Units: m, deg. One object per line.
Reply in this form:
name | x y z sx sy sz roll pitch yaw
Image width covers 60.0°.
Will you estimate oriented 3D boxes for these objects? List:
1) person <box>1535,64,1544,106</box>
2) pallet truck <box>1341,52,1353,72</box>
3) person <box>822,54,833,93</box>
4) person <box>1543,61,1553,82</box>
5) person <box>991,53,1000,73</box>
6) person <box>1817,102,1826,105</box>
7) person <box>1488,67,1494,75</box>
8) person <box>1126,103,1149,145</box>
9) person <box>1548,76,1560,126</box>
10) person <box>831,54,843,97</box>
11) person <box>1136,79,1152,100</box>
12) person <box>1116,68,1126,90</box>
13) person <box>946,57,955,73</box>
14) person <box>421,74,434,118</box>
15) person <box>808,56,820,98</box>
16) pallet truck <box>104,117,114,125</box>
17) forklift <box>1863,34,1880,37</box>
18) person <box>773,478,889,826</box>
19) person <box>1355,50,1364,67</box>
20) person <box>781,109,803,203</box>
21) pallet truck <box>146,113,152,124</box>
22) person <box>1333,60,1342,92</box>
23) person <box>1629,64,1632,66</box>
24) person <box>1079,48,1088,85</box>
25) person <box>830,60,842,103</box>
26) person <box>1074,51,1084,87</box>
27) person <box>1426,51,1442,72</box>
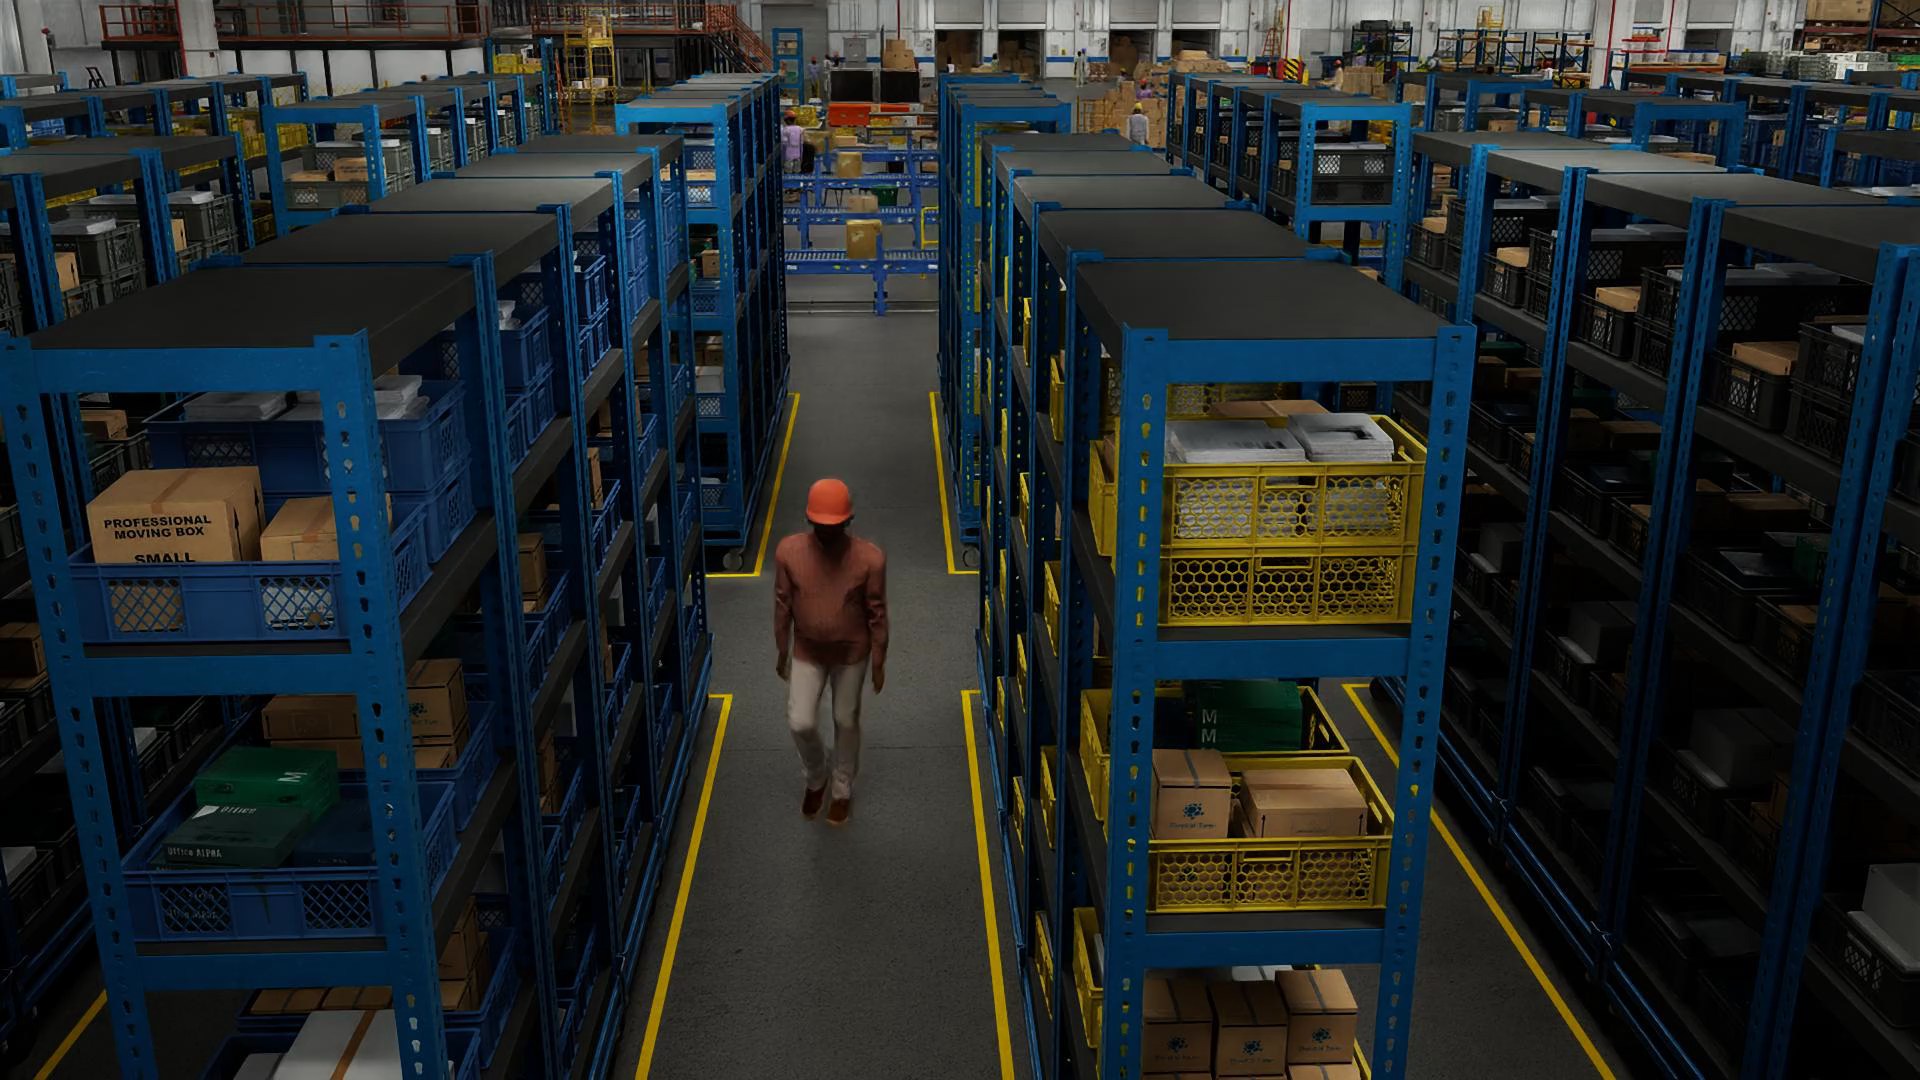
person | 24.070 -18.868 69.298 0.511 1.859 0.322 -10 21 -29
pallet truck | 18.794 -23.123 82.231 0.823 1.965 1.885 -13 22 -35
person | -6.565 -23.107 82.362 0.572 1.886 0.355 16 24 40
person | 25.399 -19.743 71.952 0.574 1.886 0.360 -16 24 -41
person | 1.777 -23.812 84.616 0.429 1.839 0.633 -12 21 -33
person | 21.976 -10.318 42.715 0.543 1.929 0.372 6 19 19
person | 20.696 -17.587 65.248 1.029 1.909 0.628 -1 18 -3
person | 4.632 -10.535 43.613 0.609 1.778 0.943 -1 18 -3
person | 21.561 -15.939 60.371 0.314 1.769 0.524 -7 19 -20
person | -5.795 -21.843 78.272 0.612 1.997 0.375 -13 22 -35
person | 6.129 -14.397 55.394 0.555 1.908 0.944 12 22 33
person | 6.679 -18.723 69.049 0.486 1.731 0.459 -15 23 -38
person | -0.438 -21.285 76.687 0.379 1.911 0.588 10 20 28
person | -19.386 -16.048 60.637 0.875 1.819 0.516 2 18 6
person | -6.800 -21.588 77.601 0.553 1.922 0.399 -6 19 -19
pallet truck | -18.367 -7.885 35.078 1.885 1.965 0.823 1 18 2
forklift | 44.123 -23.231 81.154 1.129 2.768 1.873 -1 18 -2
person | -0.689 0.606 8.835 0.630 1.970 0.451 2 18 5
person | 21.093 -24.936 87.954 0.594 1.924 0.379 -11 21 -32
person | -3.766 -8.535 37.018 0.395 2.038 0.615 16 24 41
pallet truck | -18.087 -8.309 36.390 1.885 1.965 0.823 -1 18 -4
person | 16.391 -19.852 72.232 0.430 1.927 0.578 8 20 23
person | 32.152 -22.516 80.446 0.635 1.938 0.359 -2 18 -6
person | 6.742 -25.861 90.789 0.617 1.944 0.404 -14 23 -37
person | -5.498 -20.343 73.807 0.626 1.884 0.702 11 21 31
person | 6.291 -24.817 87.689 0.518 1.865 0.329 -4 18 -11
person | 23.395 -23.137 82.205 0.707 2.000 0.563 -6 19 -19
